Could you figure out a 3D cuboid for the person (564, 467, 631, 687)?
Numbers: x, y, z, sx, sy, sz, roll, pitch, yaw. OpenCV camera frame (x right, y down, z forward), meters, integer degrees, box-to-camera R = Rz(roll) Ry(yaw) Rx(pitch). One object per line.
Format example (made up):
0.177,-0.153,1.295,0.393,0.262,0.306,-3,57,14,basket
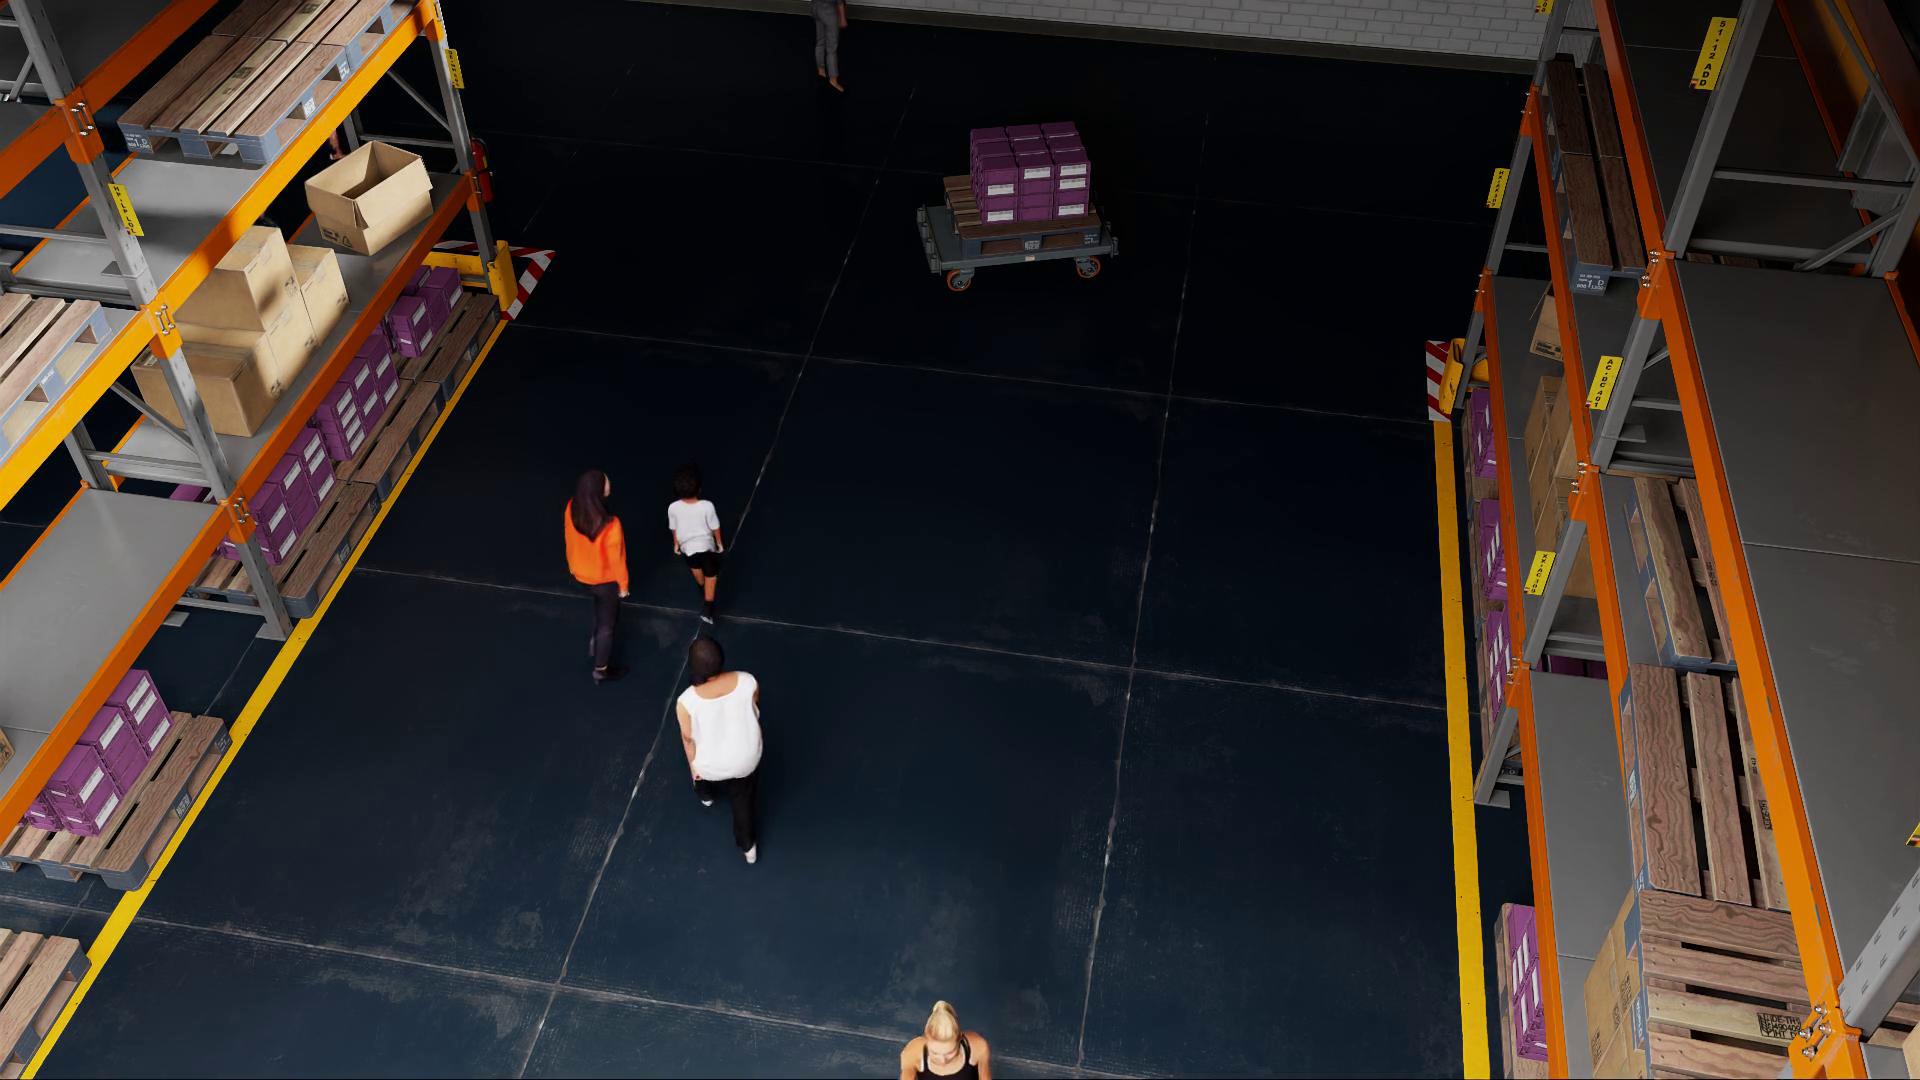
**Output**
-2.360,0.251,10.676,0.769,1.725,0.820,33,53,30,person

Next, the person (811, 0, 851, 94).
-1.329,-5.233,16.466,0.776,1.678,0.726,-27,50,-26,person

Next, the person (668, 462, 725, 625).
-1.782,0.034,11.251,0.606,1.245,0.852,-2,44,-2,person

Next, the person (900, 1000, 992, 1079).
-0.061,2.692,8.037,0.687,1.831,0.680,-3,44,-3,person

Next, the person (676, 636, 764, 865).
-1.360,1.263,9.661,0.931,1.658,1.103,-13,45,-14,person
